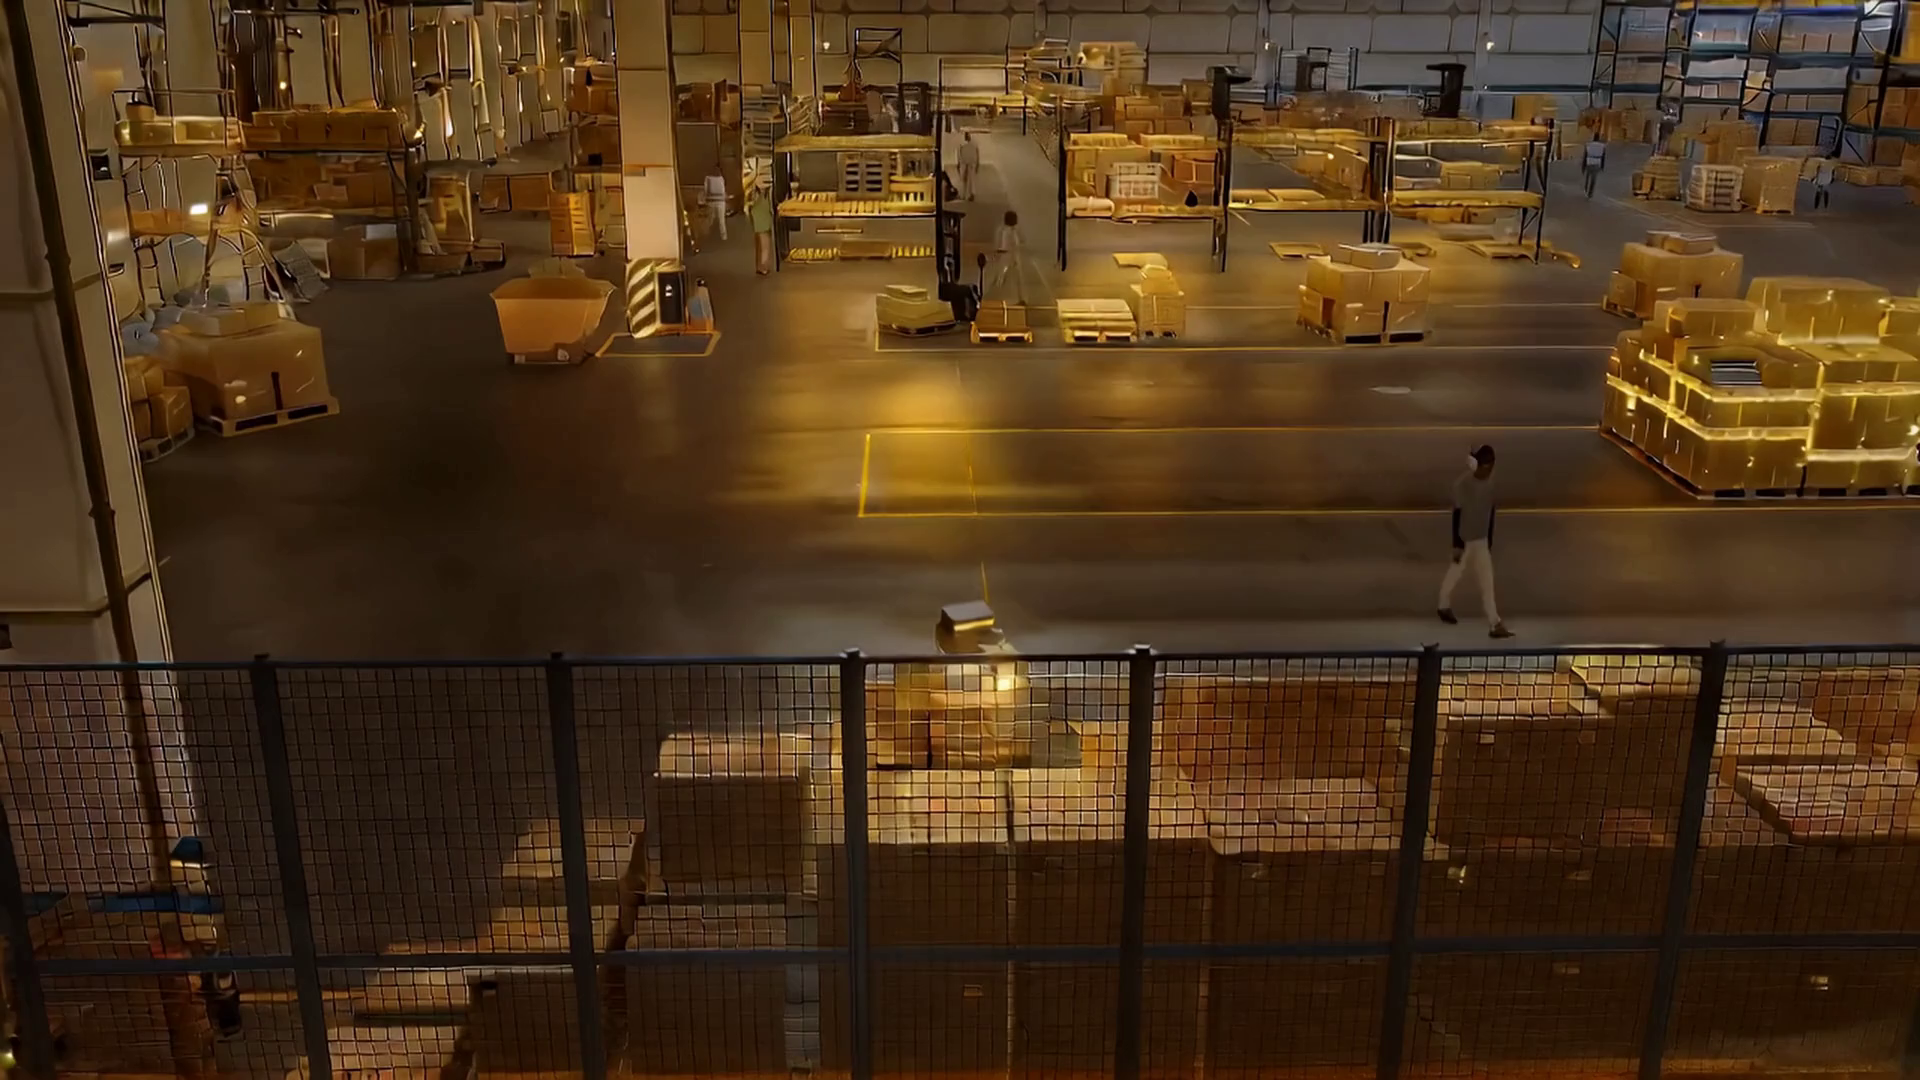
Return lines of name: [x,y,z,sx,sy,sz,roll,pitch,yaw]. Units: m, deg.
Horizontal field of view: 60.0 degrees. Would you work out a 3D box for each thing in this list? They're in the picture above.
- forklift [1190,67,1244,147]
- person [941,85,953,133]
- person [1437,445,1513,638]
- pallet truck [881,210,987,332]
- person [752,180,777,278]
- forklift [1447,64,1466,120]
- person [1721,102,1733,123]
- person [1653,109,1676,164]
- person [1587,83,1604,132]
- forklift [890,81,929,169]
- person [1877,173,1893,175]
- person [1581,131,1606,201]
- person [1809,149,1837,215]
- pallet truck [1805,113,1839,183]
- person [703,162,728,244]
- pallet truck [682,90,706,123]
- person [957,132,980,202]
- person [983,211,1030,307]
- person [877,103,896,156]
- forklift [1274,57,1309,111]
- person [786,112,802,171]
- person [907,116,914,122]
forklift: [9.442,-15.894,61.021,1.873,2.768,1.129,-1,19,-1]
person: [-0.521,-17.265,66.617,0.531,1.887,0.594,-6,19,-16]
person: [4.819,0.010,15.473,0.554,1.819,0.971,-6,19,-16]
pallet truck: [-0.493,-4.759,29.349,1.885,1.965,0.823,-13,23,-34]
person: [-4.043,-6.386,34.196,0.393,1.985,0.611,-11,21,-29]
forklift: [18.880,-16.764,63.603,1.873,2.768,1.129,0,19,-1]
person: [28.236,-15.270,61.124,0.672,1.611,0.543,2,19,5]
person: [23.107,-13.149,54.445,0.646,1.866,1.063,-4,19,-11]
person: [25.648,-17.452,67.090,0.462,1.954,0.638,-3,19,-8]
forklift: [-1.501,-13.136,52.841,1.129,2.768,1.873,6,20,17]
person: [29.231,-12.483,52.347,0.663,1.940,0.622,-2,19,-4]
person: [17.675,-10.446,46.377,0.620,1.890,0.738,10,21,26]
person: [22.522,-9.332,43.379,0.540,1.696,0.316,-1,19,-3]
pallet truck: [26.403,-11.957,50.702,0.823,1.965,1.885,6,19,16]
person: [-5.733,-7.870,38.789,0.587,1.866,0.780,-12,22,-31]
pallet truck: [-9.671,-15.907,62.421,0.823,1.965,1.885,5,19,15]
person: [0.253,-10.387,46.226,0.620,1.893,1.038,6,20,18]
person: [0.824,-5.238,31.086,0.920,1.805,0.624,-7,20,-20]
person: [-2.490,-13.936,56.689,0.649,1.920,0.436,-4,19,-12]
forklift: [14.059,-18.505,68.767,1.873,2.768,1.129,8,20,22]
person: [-5.362,-12.790,53.418,0.505,1.840,0.346,7,20,19]
person: [-1.599,-12.775,53.539,0.479,1.733,0.339,-8,20,-22]
